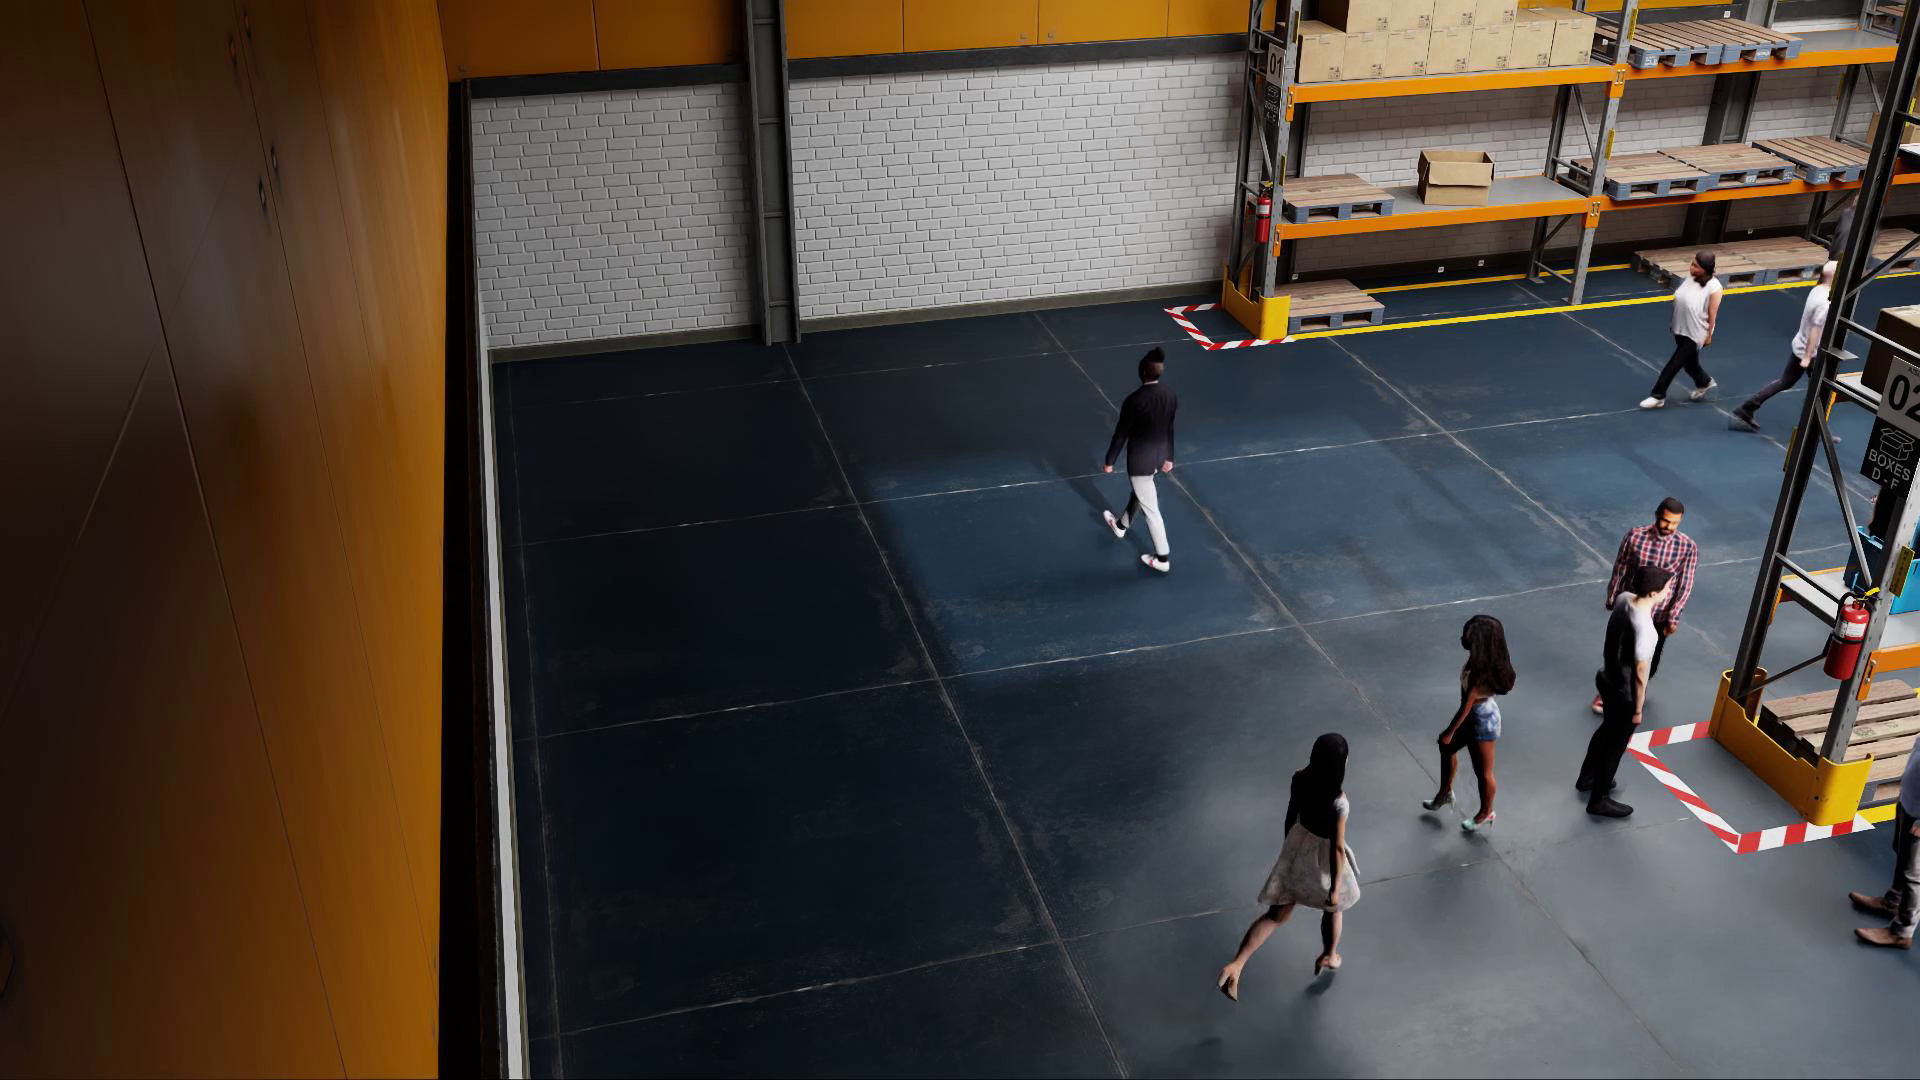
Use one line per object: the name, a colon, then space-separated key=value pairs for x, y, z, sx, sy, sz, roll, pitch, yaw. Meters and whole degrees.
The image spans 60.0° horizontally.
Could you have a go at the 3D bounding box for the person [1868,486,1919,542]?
person: x=7.360 y=-0.121 z=13.001 sx=0.661 sy=1.757 sz=0.691 roll=-17 pitch=33 yaw=-29

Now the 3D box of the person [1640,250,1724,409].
person: x=7.418 y=-2.115 z=16.764 sx=1.115 sy=1.654 sz=0.719 roll=-4 pitch=29 yaw=-8

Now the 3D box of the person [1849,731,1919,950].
person: x=5.669 y=1.562 z=9.776 sx=0.777 sy=1.889 sz=0.751 roll=11 pitch=31 yaw=20

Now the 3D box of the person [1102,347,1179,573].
person: x=1.610 y=-0.630 z=13.780 sx=1.223 sy=1.905 sz=1.086 roll=-21 pitch=35 yaw=-33

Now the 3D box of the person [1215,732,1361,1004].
person: x=1.882 y=1.898 z=9.326 sx=1.262 sy=1.731 sz=0.920 roll=-18 pitch=33 yaw=-29

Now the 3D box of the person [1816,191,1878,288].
person: x=9.820 y=-3.052 z=18.391 sx=0.750 sy=1.741 sz=0.731 roll=-16 pitch=33 yaw=-27

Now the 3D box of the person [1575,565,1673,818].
person: x=4.312 y=0.955 z=10.915 sx=0.696 sy=1.865 sz=0.765 roll=1 pitch=29 yaw=2

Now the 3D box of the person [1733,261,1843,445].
person: x=8.099 y=-1.821 z=16.067 sx=1.313 sy=1.805 sz=1.106 roll=8 pitch=30 yaw=15

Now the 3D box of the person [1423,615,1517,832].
person: x=3.413 y=1.212 z=10.721 sx=0.793 sy=1.601 sz=0.704 roll=4 pitch=29 yaw=8

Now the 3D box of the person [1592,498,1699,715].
person: x=4.949 y=0.463 z=11.943 sx=0.893 sy=1.745 sz=0.954 roll=18 pitch=34 yaw=30
